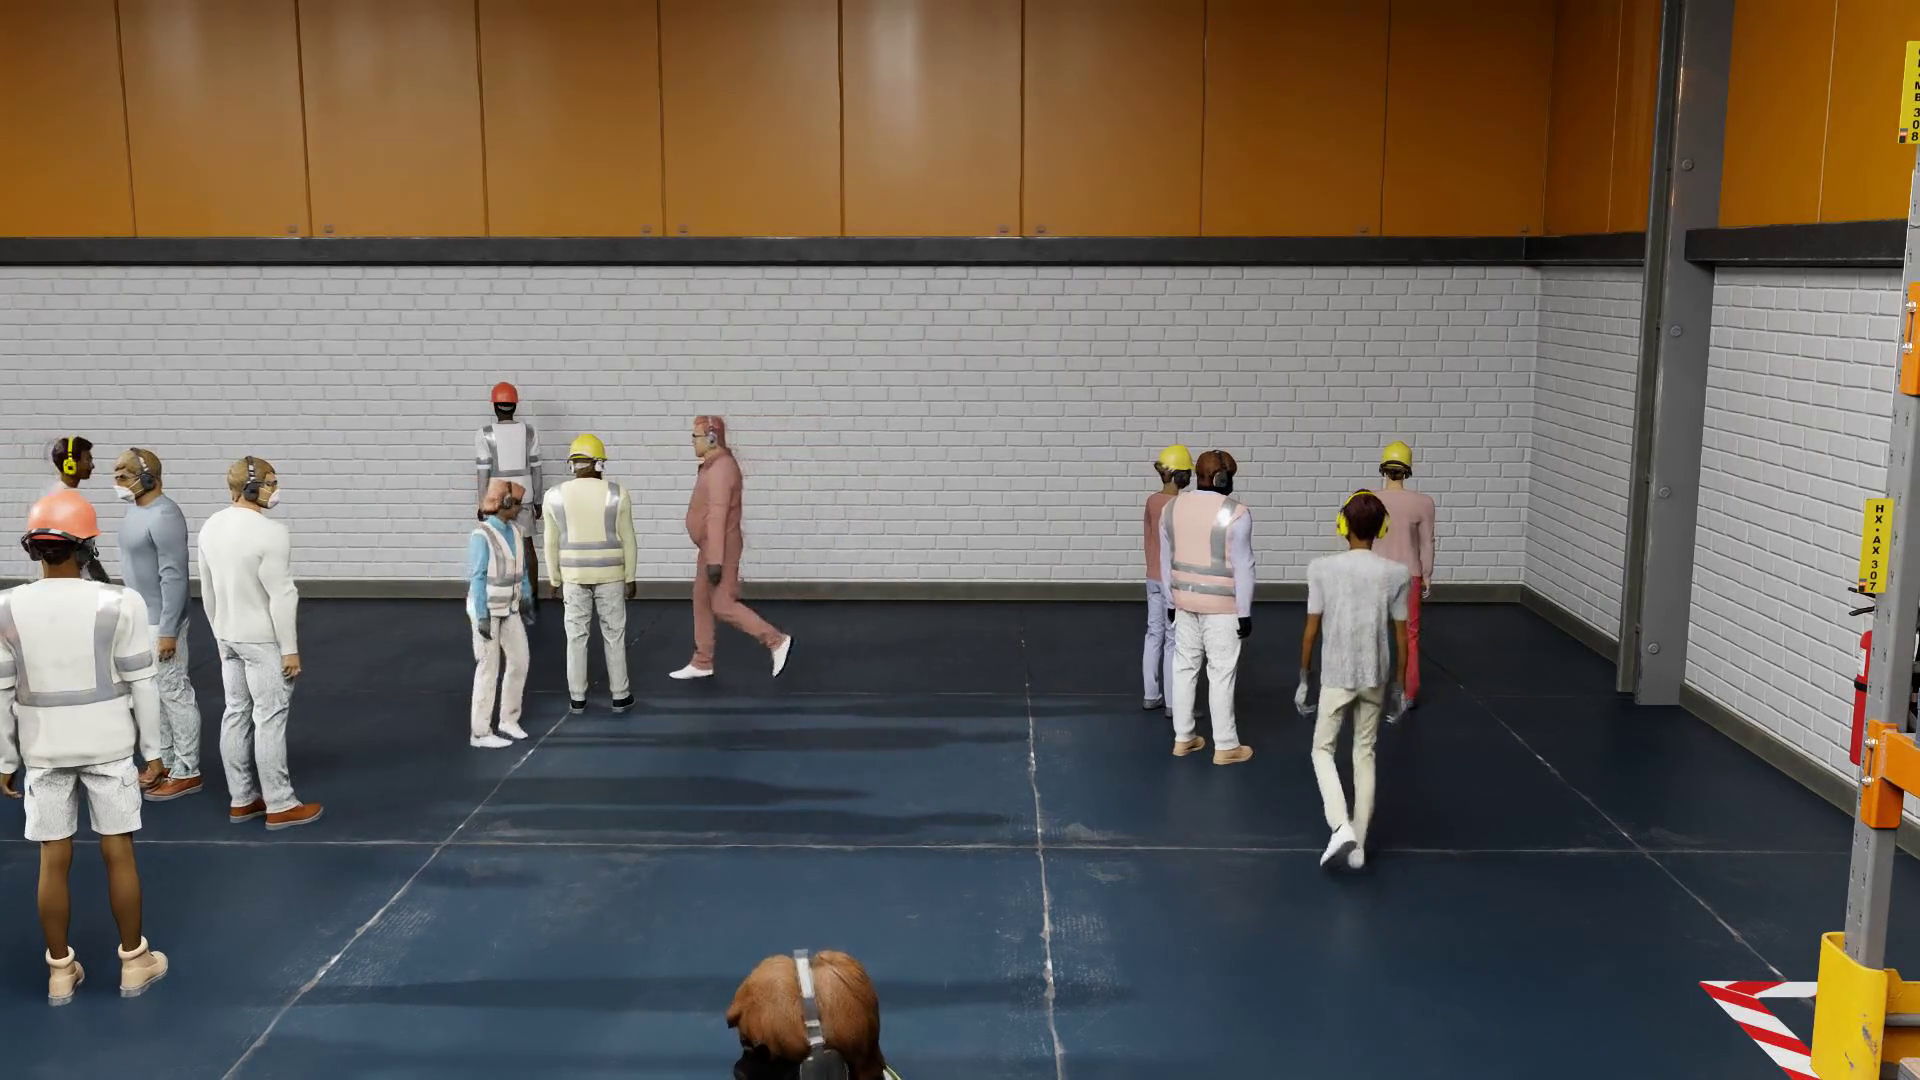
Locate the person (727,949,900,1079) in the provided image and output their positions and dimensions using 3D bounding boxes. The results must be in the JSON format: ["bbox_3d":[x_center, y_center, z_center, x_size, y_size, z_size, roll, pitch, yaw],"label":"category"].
[{"bbox_3d":[-0.209,1.558,2.779,0.429,1.833,0.631,-2,10,-11],"label":"person"}]

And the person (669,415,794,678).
[{"bbox_3d":[-1.605,0.063,11.593,0.821,1.879,0.662,-1,10,-8],"label":"person"}]

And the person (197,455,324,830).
[{"bbox_3d":[-3.649,0.530,8.613,0.629,1.937,0.376,5,11,30],"label":"person"}]

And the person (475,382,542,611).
[{"bbox_3d":[-3.765,-0.349,13.875,0.551,1.935,0.375,-6,11,-31],"label":"person"}]

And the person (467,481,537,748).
[{"bbox_3d":[-2.810,0.444,10.121,0.349,1.607,0.530,3,10,15],"label":"person"}]

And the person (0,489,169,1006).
[{"bbox_3d":[-3.476,0.817,6.573,0.615,2.043,0.373,-2,10,-15],"label":"person"}]

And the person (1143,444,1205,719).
[{"bbox_3d":[1.368,0.267,10.696,0.307,1.770,0.525,-5,11,-26],"label":"person"}]

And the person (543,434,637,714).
[{"bbox_3d":[-2.380,0.224,10.786,0.586,1.823,0.403,-1,9,-4],"label":"person"}]

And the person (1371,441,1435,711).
[{"bbox_3d":[2.826,0.237,10.874,0.523,1.769,0.315,2,10,13],"label":"person"}]

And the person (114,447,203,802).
[{"bbox_3d":[-4.395,0.450,9.096,0.373,1.936,0.629,-8,12,-40],"label":"person"}]

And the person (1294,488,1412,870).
[{"bbox_3d":[1.870,0.690,7.906,0.532,1.853,0.538,0,9,1],"label":"person"}]

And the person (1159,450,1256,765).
[{"bbox_3d":[1.464,0.389,9.759,0.624,1.838,0.430,9,13,44],"label":"person"}]

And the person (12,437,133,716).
[{"bbox_3d":[-5.761,0.245,10.694,0.963,1.826,0.522,-7,12,-35],"label":"person"}]
